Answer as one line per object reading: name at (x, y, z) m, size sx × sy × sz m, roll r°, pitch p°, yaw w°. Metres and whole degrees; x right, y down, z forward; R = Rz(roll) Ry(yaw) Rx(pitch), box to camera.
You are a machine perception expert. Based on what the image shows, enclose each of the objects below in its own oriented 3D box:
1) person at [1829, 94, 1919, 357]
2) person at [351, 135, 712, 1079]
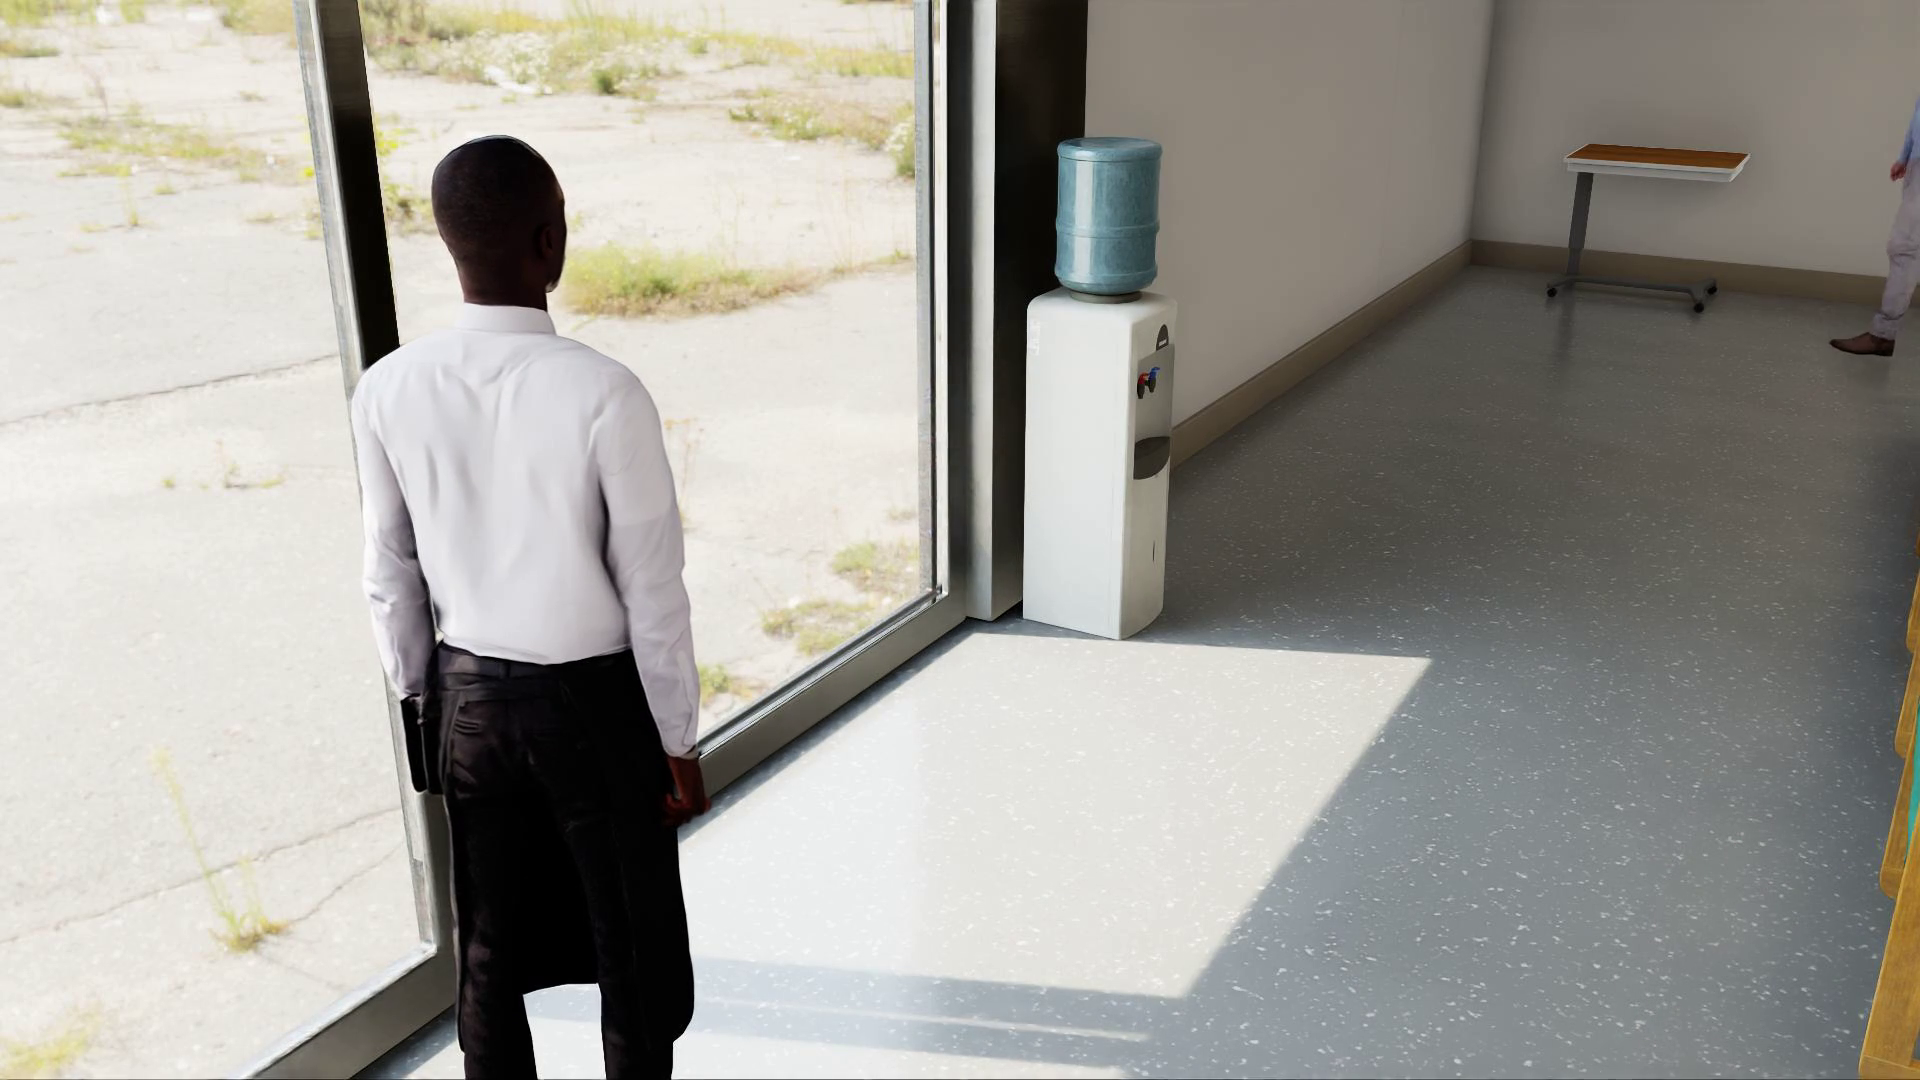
person at (4.874, -1.806, 8.129) m, size 1.224 × 1.864 × 0.926 m, roll 3°, pitch 21°, yaw 8°
person at (-0.645, 0.312, 2.578) m, size 0.595 × 1.836 × 0.768 m, roll 4°, pitch 21°, yaw 9°
